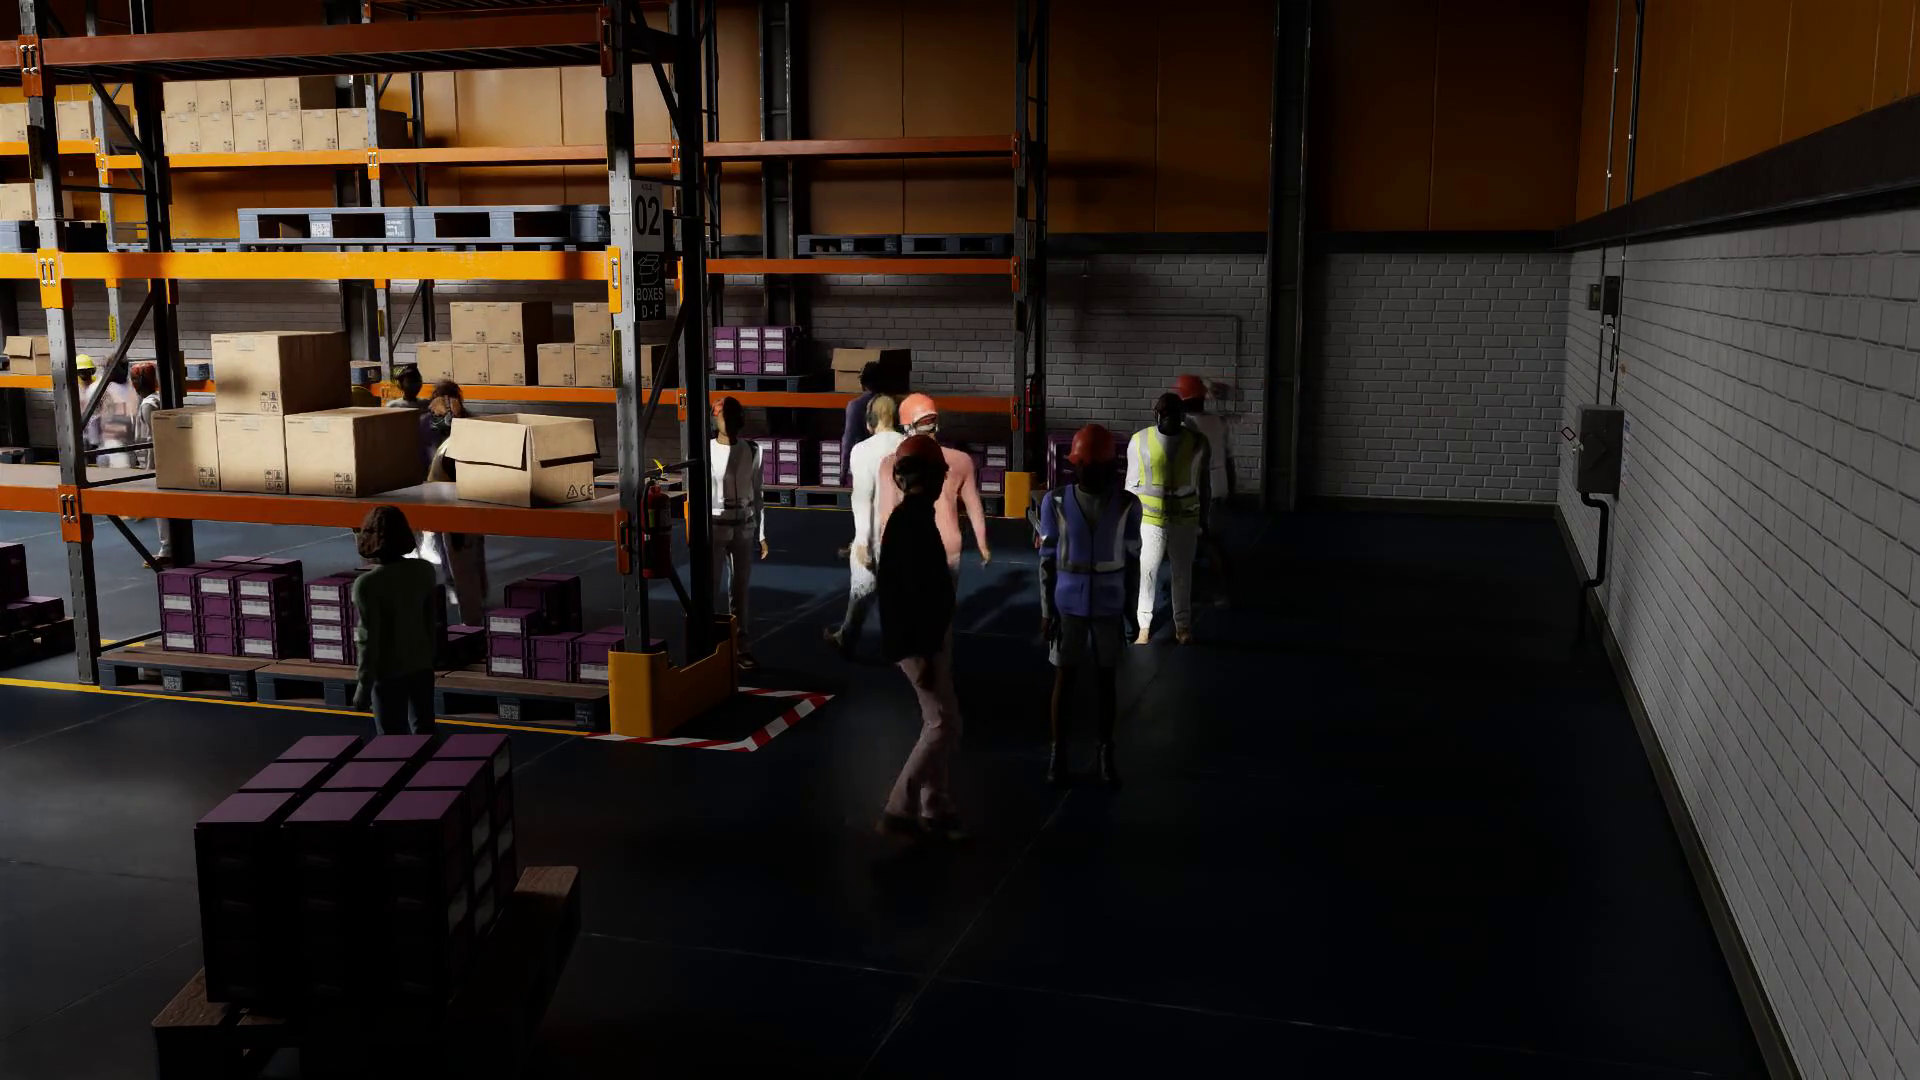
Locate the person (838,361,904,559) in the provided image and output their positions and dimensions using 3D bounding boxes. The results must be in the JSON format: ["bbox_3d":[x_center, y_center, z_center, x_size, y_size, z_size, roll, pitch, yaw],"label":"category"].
[{"bbox_3d":[-0.784,-0.686,15.223,1.011,1.893,0.647,9,13,43],"label":"person"}]

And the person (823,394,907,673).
[{"bbox_3d":[-0.544,-0.054,11.361,0.656,1.881,1.017,-8,12,-40],"label":"person"}]

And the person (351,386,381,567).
[{"bbox_3d":[-4.600,-0.270,12.828,0.403,1.837,0.591,-2,9,-11],"label":"person"}]

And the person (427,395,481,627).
[{"bbox_3d":[-3.612,-0.119,11.929,0.428,1.836,0.627,-2,10,-13],"label":"person"}]

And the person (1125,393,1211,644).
[{"bbox_3d":[1.511,-0.150,12.086,0.633,1.841,0.429,0,9,0],"label":"person"}]

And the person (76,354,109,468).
[{"bbox_3d":[-9.802,-1.205,18.741,0.526,1.769,0.328,-3,10,-19],"label":"person"}]

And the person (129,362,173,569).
[{"bbox_3d":[-7.346,-0.682,15.191,0.360,1.886,0.574,-3,10,-15],"label":"person"}]

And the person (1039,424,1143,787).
[{"bbox_3d":[0.687,0.351,8.755,0.543,1.932,0.376,0,9,1],"label":"person"}]

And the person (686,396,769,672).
[{"bbox_3d":[-1.564,-0.027,11.209,0.572,1.883,0.358,-6,11,-33],"label":"person"}]

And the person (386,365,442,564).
[{"bbox_3d":[-4.965,-0.670,15.229,0.581,1.848,0.551,9,13,43],"label":"person"}]

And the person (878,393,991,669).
[{"bbox_3d":[-0.147,0.049,10.531,0.704,1.941,0.981,0,9,3],"label":"person"}]

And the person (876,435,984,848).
[{"bbox_3d":[-0.150,0.485,7.880,0.468,1.949,0.650,-1,9,-6],"label":"person"}]

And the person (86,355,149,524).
[{"bbox_3d":[-8.893,-1.074,17.819,0.901,1.802,0.654,6,11,32],"label":"person"}]

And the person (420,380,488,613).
[{"bbox_3d":[-4.033,-0.346,13.269,0.667,1.855,0.877,-3,10,-20],"label":"person"}]

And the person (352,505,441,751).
[{"bbox_3d":[-2.659,0.646,7.864,0.280,1.634,0.498,4,10,25],"label":"person"}]

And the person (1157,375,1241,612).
[{"bbox_3d":[1.929,-0.386,13.388,0.567,1.879,0.918,-9,13,-43],"label":"person"}]
